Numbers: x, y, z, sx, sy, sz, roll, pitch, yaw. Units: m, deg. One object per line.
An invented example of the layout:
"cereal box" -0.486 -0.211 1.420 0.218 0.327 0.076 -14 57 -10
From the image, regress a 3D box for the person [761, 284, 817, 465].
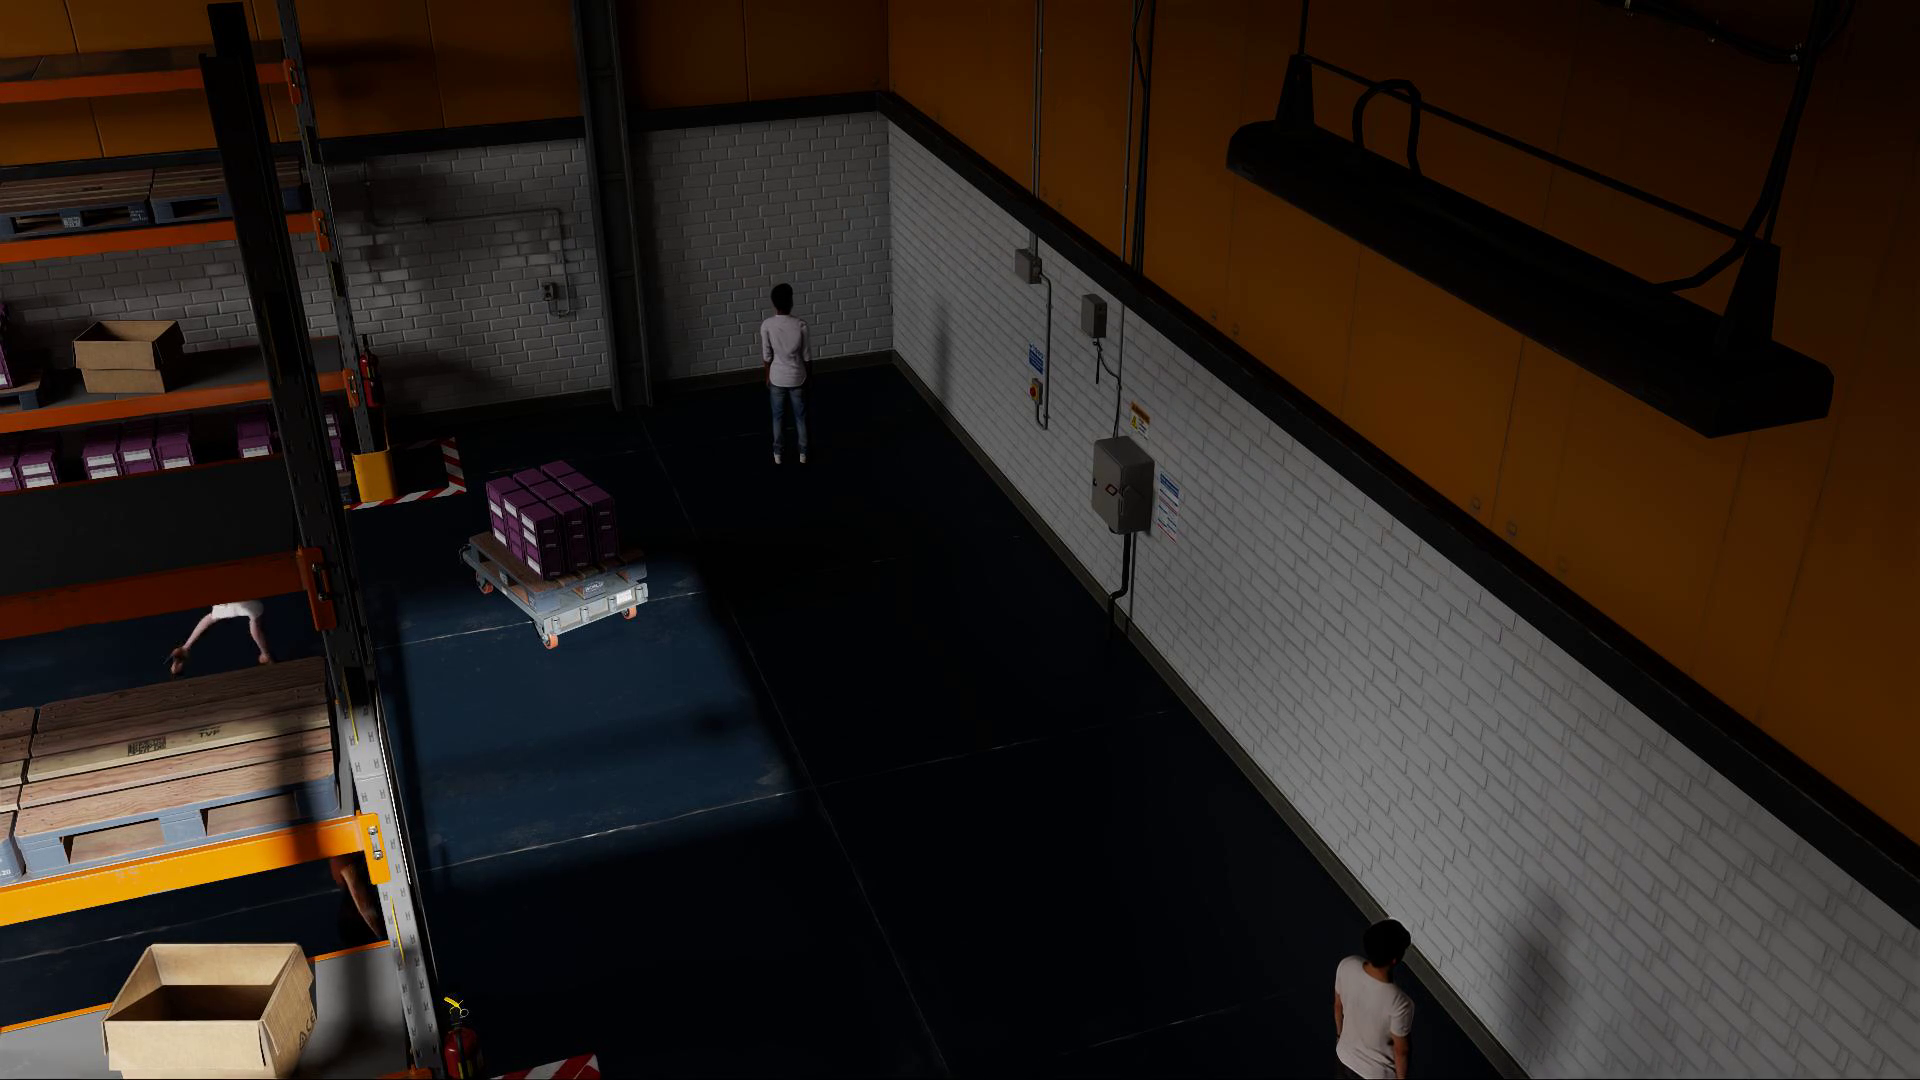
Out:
"person" -1.676 -1.611 16.196 0.647 1.813 0.779 1 29 2

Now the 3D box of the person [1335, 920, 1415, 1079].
"person" 2.091 2.633 8.509 0.633 1.722 0.681 -19 34 -31

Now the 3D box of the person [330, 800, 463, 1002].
"person" -3.458 2.170 9.377 0.886 1.704 0.583 -10 30 -18
